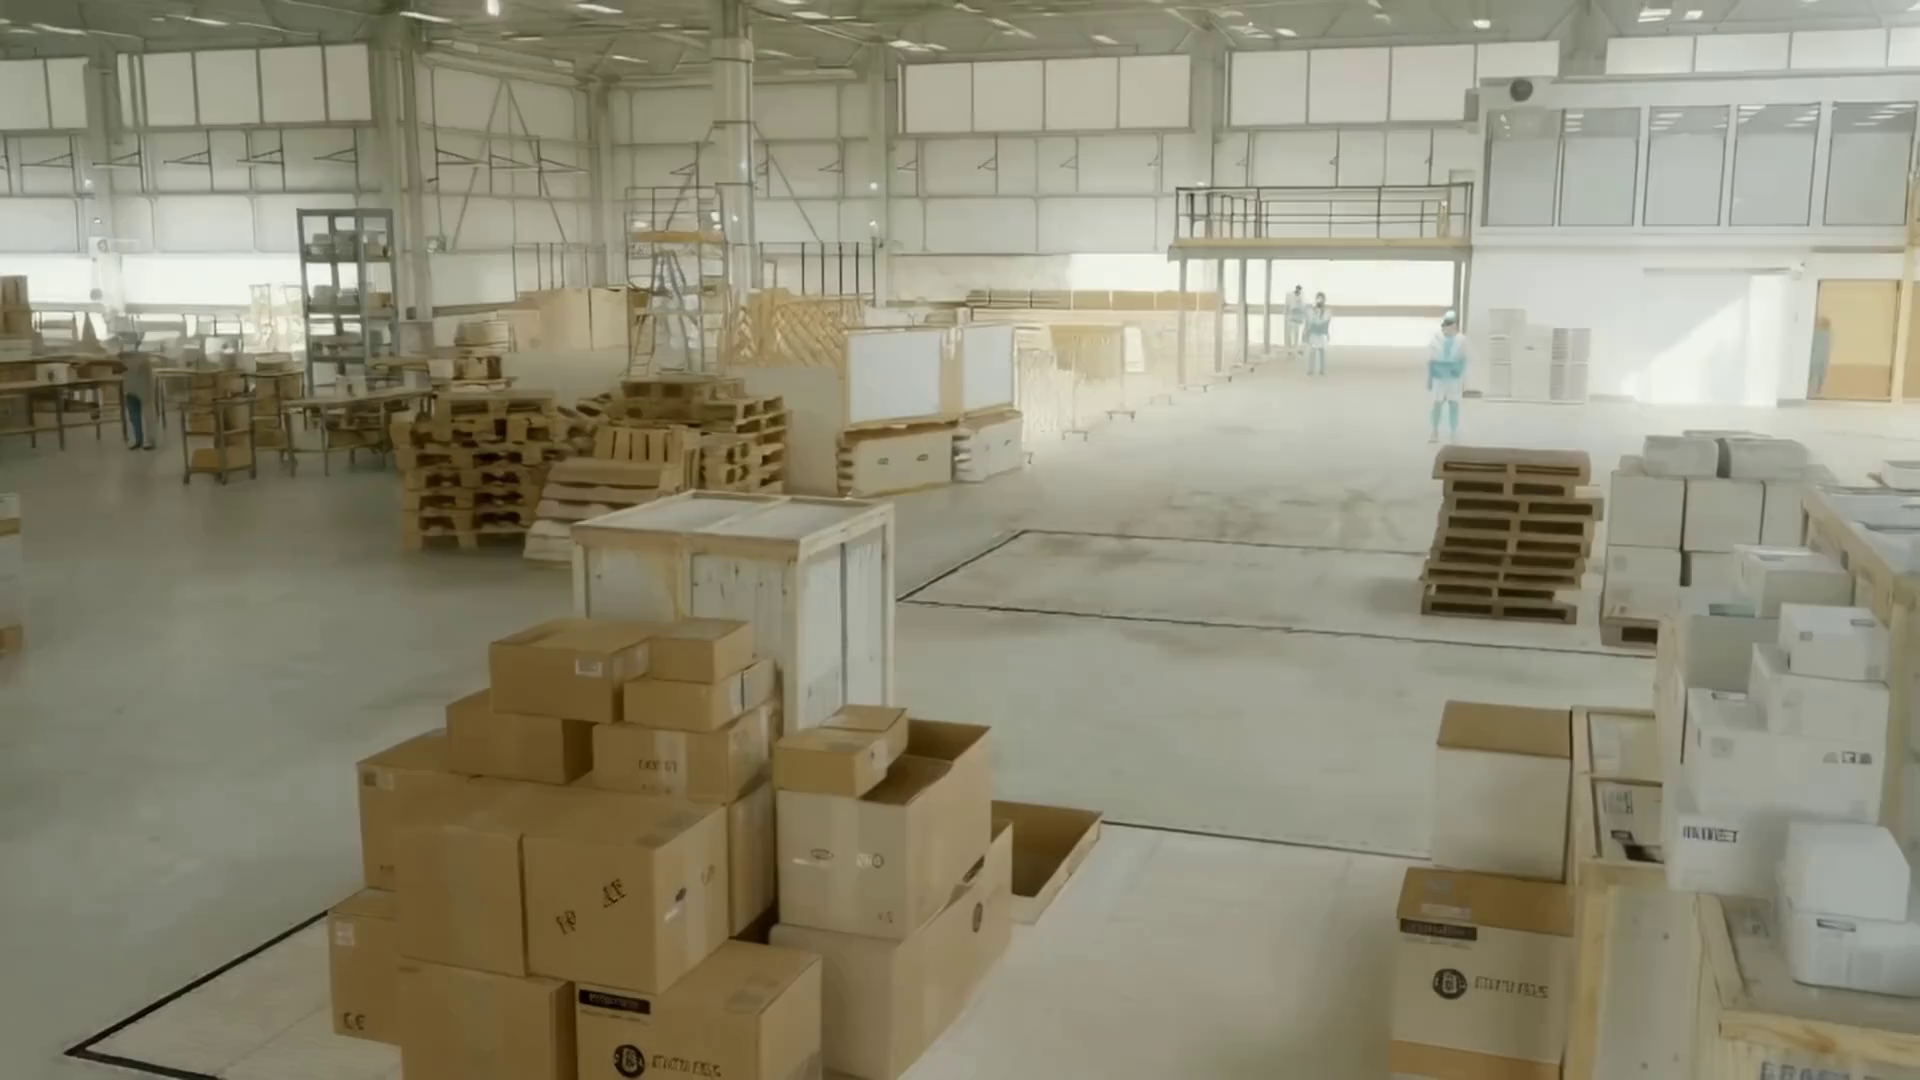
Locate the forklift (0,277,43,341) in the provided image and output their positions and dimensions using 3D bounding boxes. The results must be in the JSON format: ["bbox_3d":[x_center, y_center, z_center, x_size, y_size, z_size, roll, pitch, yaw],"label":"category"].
[{"bbox_3d":[-27.151,-6.329,46.328,1.157,1.987,2.680,3,11,17],"label":"forklift"}]

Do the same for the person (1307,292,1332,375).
[{"bbox_3d":[8.381,-4.810,38.824,0.551,1.932,0.378,3,11,19],"label":"person"}]

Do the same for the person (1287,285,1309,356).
[{"bbox_3d":[9.260,-6.018,45.651,0.594,1.924,0.381,3,11,19],"label":"person"}]

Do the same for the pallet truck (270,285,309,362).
[{"bbox_3d":[-17.147,-5.700,43.663,0.823,1.965,1.885,3,11,17],"label":"pallet truck"}]

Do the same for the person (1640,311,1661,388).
[{"bbox_3d":[13.477,-3.655,32.489,0.533,1.868,0.310,3,11,19],"label":"person"}]

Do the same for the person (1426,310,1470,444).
[{"bbox_3d":[7.419,-2.468,25.334,0.614,2.040,0.390,3,11,19],"label":"person"}]

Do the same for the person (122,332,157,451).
[{"bbox_3d":[-12.120,-2.180,24.495,0.533,1.765,0.331,3,11,19],"label":"person"}]

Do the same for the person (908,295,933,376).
[{"bbox_3d":[-0.926,-4.752,38.643,0.584,1.882,0.337,3,11,19],"label":"person"}]

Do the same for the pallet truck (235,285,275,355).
[{"bbox_3d":[-18.327,-5.835,44.421,0.823,1.965,1.885,4,11,23],"label":"pallet truck"}]

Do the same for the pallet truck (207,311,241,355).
[{"bbox_3d":[-19.537,-5.575,44.913,0.653,1.274,1.630,3,11,19],"label":"pallet truck"}]

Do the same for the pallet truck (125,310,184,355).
[{"bbox_3d":[-22.038,-5.665,45.457,0.704,1.261,1.522,3,11,17],"label":"pallet truck"}]

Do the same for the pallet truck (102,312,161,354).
[{"bbox_3d":[-23.057,-5.777,46.261,0.680,1.201,1.601,3,11,19],"label":"pallet truck"}]
